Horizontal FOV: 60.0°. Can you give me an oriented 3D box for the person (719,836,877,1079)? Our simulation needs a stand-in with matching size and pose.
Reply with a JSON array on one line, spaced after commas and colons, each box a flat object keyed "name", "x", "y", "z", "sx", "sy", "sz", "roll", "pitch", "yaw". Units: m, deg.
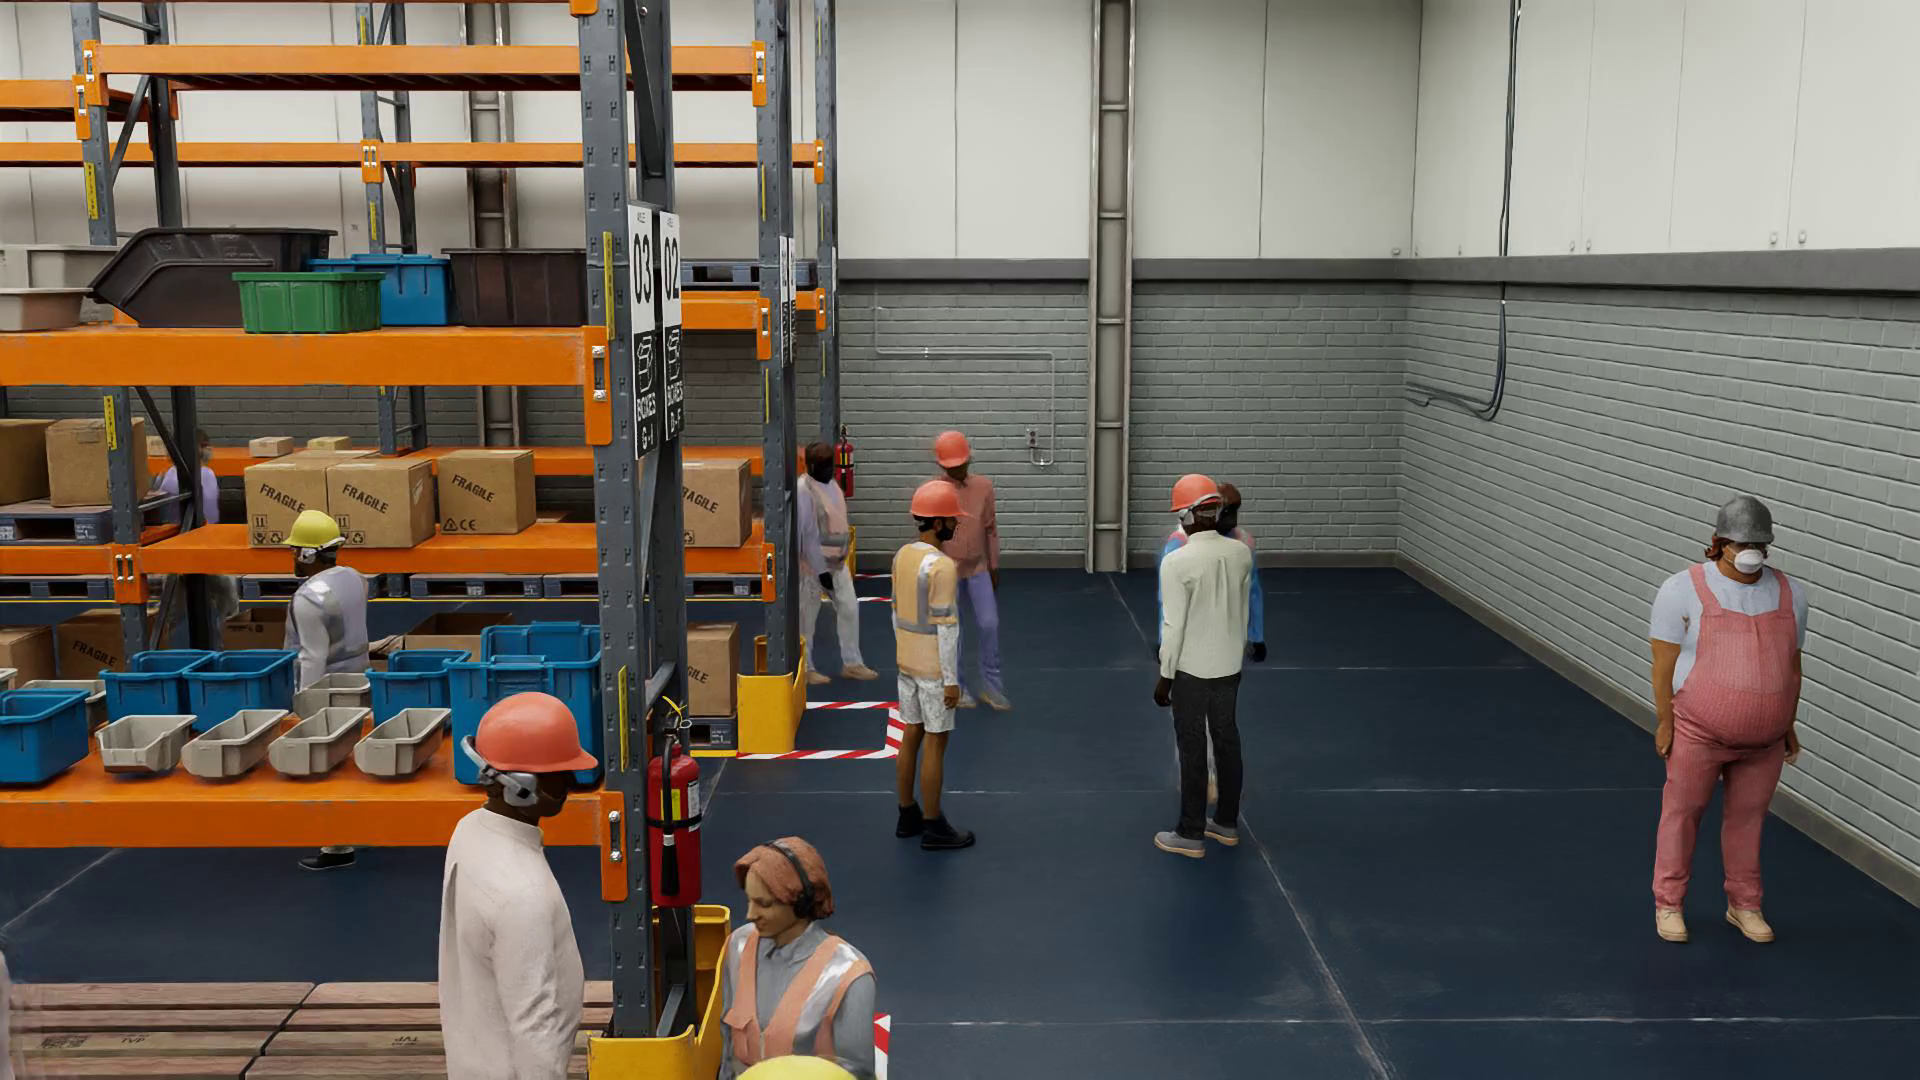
[{"name": "person", "x": -0.408, "y": 1.540, "z": 4.242, "sx": 0.526, "sy": 1.632, "sz": 0.312, "roll": 7, "pitch": 12, "yaw": 38}]

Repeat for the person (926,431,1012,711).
[{"name": "person", "x": 0.034, "y": 0.228, "z": 11.322, "sx": 0.636, "sy": 1.944, "sz": 0.670, "roll": -5, "pitch": 10, "yaw": -26}]

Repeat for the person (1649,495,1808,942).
[{"name": "person", "x": 3.473, "y": 0.808, "z": 7.470, "sx": 0.679, "sy": 2.000, "sz": 0.537, "roll": 0, "pitch": 9, "yaw": 1}]

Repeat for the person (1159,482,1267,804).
[{"name": "person", "x": 1.510, "y": 0.580, "z": 9.524, "sx": 0.630, "sy": 1.820, "sz": 0.676, "roll": -6, "pitch": 11, "yaw": -34}]

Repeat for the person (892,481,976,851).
[{"name": "person", "x": -0.143, "y": 0.651, "z": 8.748, "sx": 0.379, "sy": 1.937, "sz": 0.548, "roll": -5, "pitch": 11, "yaw": -29}]

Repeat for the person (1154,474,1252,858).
[{"name": "person", "x": 1.240, "y": 0.647, "z": 8.633, "sx": 0.613, "sy": 1.983, "sz": 0.406, "roll": -7, "pitch": 11, "yaw": -36}]

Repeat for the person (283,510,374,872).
[{"name": "person", "x": -3.200, "y": 0.758, "z": 8.410, "sx": 0.404, "sy": 1.835, "sz": 0.588, "roll": 1, "pitch": 9, "yaw": 5}]

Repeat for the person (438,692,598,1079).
[{"name": "person", "x": -1.115, "y": 1.359, "z": 4.286, "sx": 0.407, "sy": 1.981, "sz": 0.627, "roll": -5, "pitch": 10, "yaw": -27}]

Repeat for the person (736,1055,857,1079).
[{"name": "person", "x": -0.199, "y": 1.681, "z": 2.529, "sx": 0.409, "sy": 1.906, "sz": 0.602, "roll": 1, "pitch": 9, "yaw": 3}]

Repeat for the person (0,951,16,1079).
[{"name": "person", "x": -2.311, "y": 1.519, "z": 3.655, "sx": 0.841, "sy": 1.874, "sz": 0.669, "roll": 2, "pitch": 10, "yaw": 14}]

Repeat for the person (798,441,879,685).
[{"name": "person", "x": -0.942, "y": 0.191, "z": 11.973, "sx": 0.734, "sy": 1.807, "sz": 0.621, "roll": 5, "pitch": 10, "yaw": 26}]
